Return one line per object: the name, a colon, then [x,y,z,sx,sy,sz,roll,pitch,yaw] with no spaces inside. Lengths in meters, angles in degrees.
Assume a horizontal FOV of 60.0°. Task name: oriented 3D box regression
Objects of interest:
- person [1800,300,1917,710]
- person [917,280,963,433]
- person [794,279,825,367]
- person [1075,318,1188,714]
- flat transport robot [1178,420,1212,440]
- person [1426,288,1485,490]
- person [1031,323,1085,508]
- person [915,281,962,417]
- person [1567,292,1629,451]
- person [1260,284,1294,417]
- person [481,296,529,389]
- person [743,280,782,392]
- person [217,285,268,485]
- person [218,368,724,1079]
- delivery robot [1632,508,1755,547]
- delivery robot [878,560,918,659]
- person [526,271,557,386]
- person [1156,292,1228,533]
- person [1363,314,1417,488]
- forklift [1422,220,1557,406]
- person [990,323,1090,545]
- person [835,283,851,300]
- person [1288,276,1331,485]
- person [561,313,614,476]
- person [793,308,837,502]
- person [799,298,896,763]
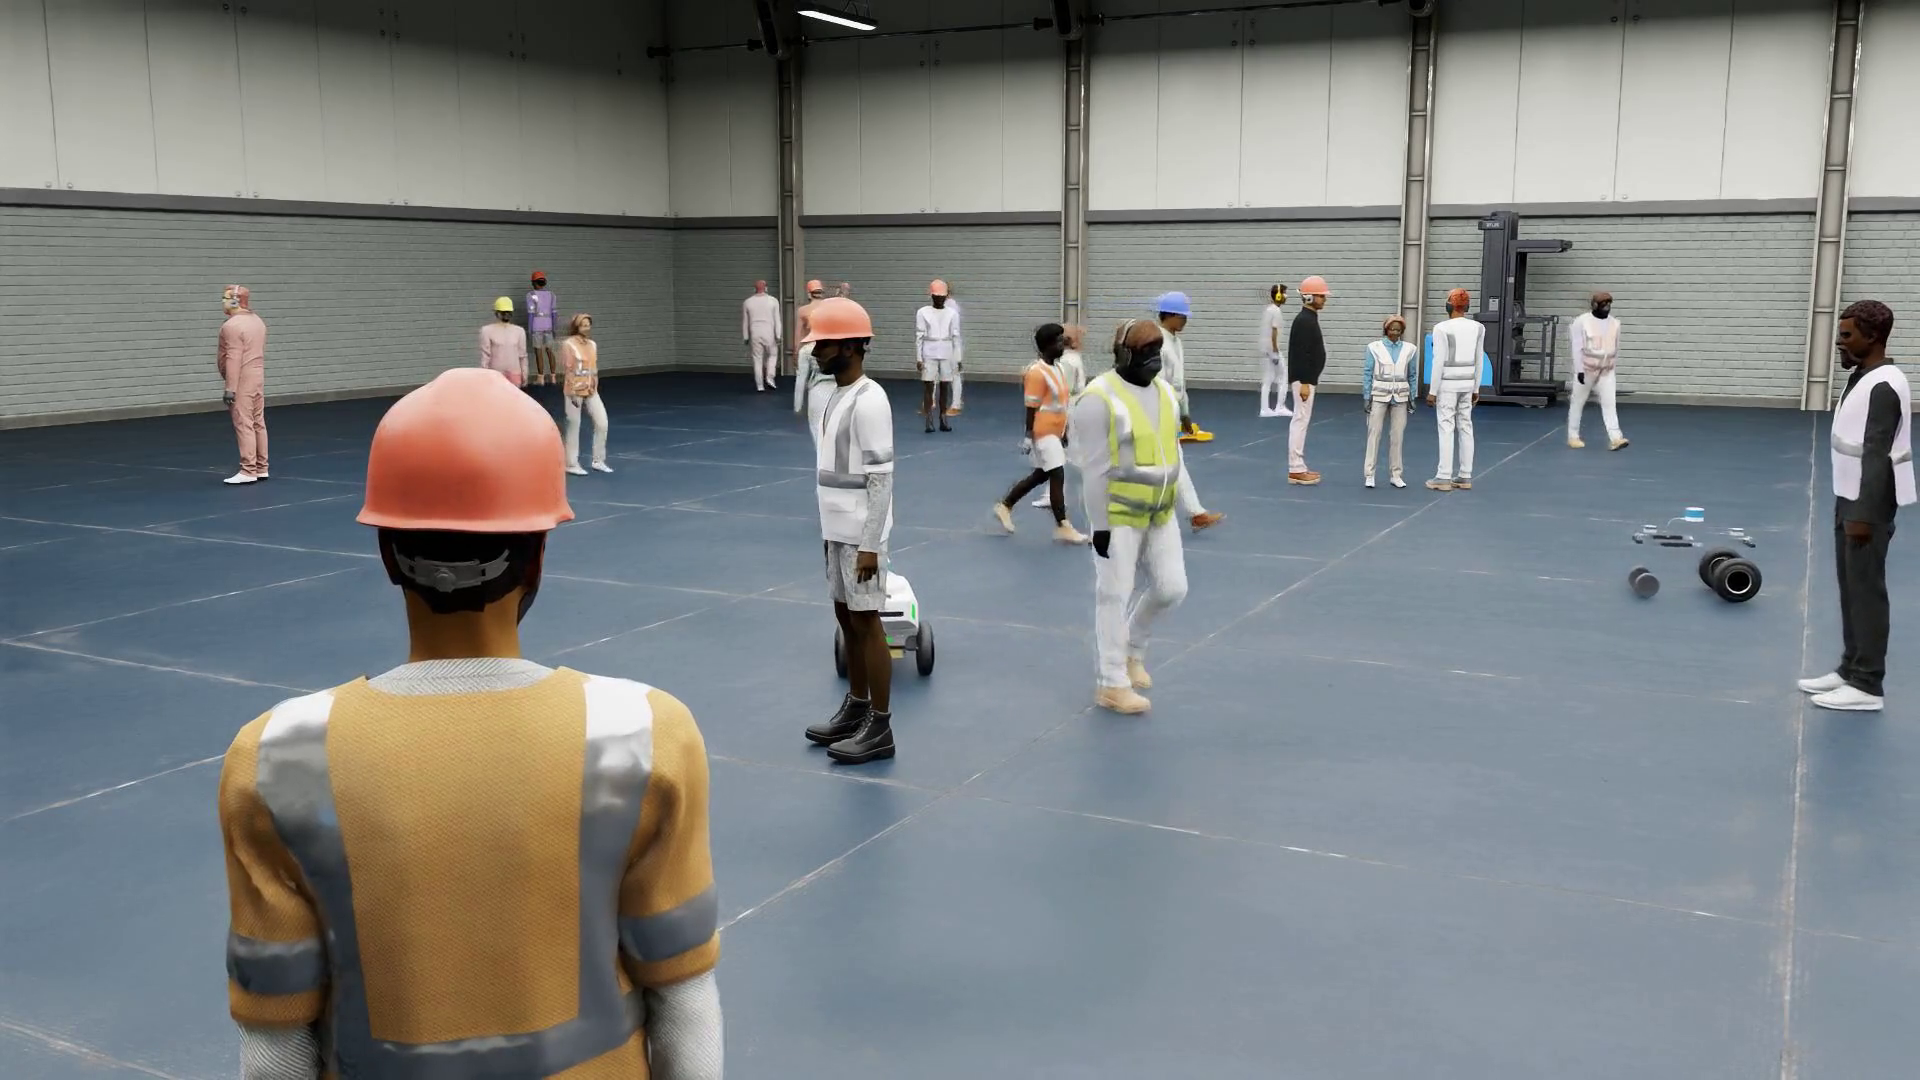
person: [4.280,-0.167,7.853,0.380,1.914,0.594,3,10,17]
person: [-0.243,-2.328,21.205,0.580,1.923,0.630,-2,9,-14]
person: [-1.920,-2.583,22.691,0.629,1.939,1.064,-5,10,-26]
person: [0.803,-0.110,7.750,0.624,1.832,0.433,-7,12,-38]
flat transport robot: [2.260,-1.304,20.034,1.431,0.197,0.652,-4,10,-25]
person: [4.647,-1.417,15.637,0.587,1.882,0.342,-4,10,-23]
person: [1.003,-1.052,14.262,0.742,1.612,0.522,2,9,12]
person: [-0.295,-2.680,23.351,0.816,1.906,0.644,-8,12,-40]
person: [7.281,-1.920,18.990,0.618,1.796,0.963,-1,9,-8]
person: [4.510,-2.646,23.300,0.642,1.852,0.554,0,9,-2]
person: [-5.159,-1.883,18.884,0.542,1.755,0.381,-6,11,-31]
person: [-3.344,-3.463,28.227,0.687,1.885,0.575,1,9,6]
person: [-6.960,-1.507,16.110,0.409,1.913,0.650,0,9,1]
person: [-0.561,0.766,2.012,0.551,1.937,0.357,-2,9,-13]
delivery robot: [4.666,-0.088,10.572,0.698,0.223,0.335,2,9,12]
delivery robot: [-0.413,0.347,8.690,0.477,0.478,0.707,-1,9,-6]
person: [-7.504,-3.783,29.742,0.392,2.041,0.615,8,12,41]
person: [1.640,-1.015,13.176,1.028,1.880,0.620,4,10,25]
person: [4.068,-1.315,15.761,0.514,1.640,0.310,0,9,-1]
forklift: [8.245,-3.527,25.720,1.873,2.768,1.129,5,10,27]
person: [0.596,-0.824,12.656,0.809,1.667,0.531,4,10,22]
person: [-1.843,-2.834,24.439,0.797,1.875,0.405,5,10,26]
person: [3.376,-1.553,16.136,0.395,1.994,0.612,3,10,15]
person: [-3.734,-1.443,16.619,0.579,1.620,0.521,6,11,31]
person: [-1.242,-1.193,14.765,0.525,1.715,0.738,-6,11,-33]
person: [-0.478,-0.044,7.004,0.371,1.935,0.551,-4,10,-21]
